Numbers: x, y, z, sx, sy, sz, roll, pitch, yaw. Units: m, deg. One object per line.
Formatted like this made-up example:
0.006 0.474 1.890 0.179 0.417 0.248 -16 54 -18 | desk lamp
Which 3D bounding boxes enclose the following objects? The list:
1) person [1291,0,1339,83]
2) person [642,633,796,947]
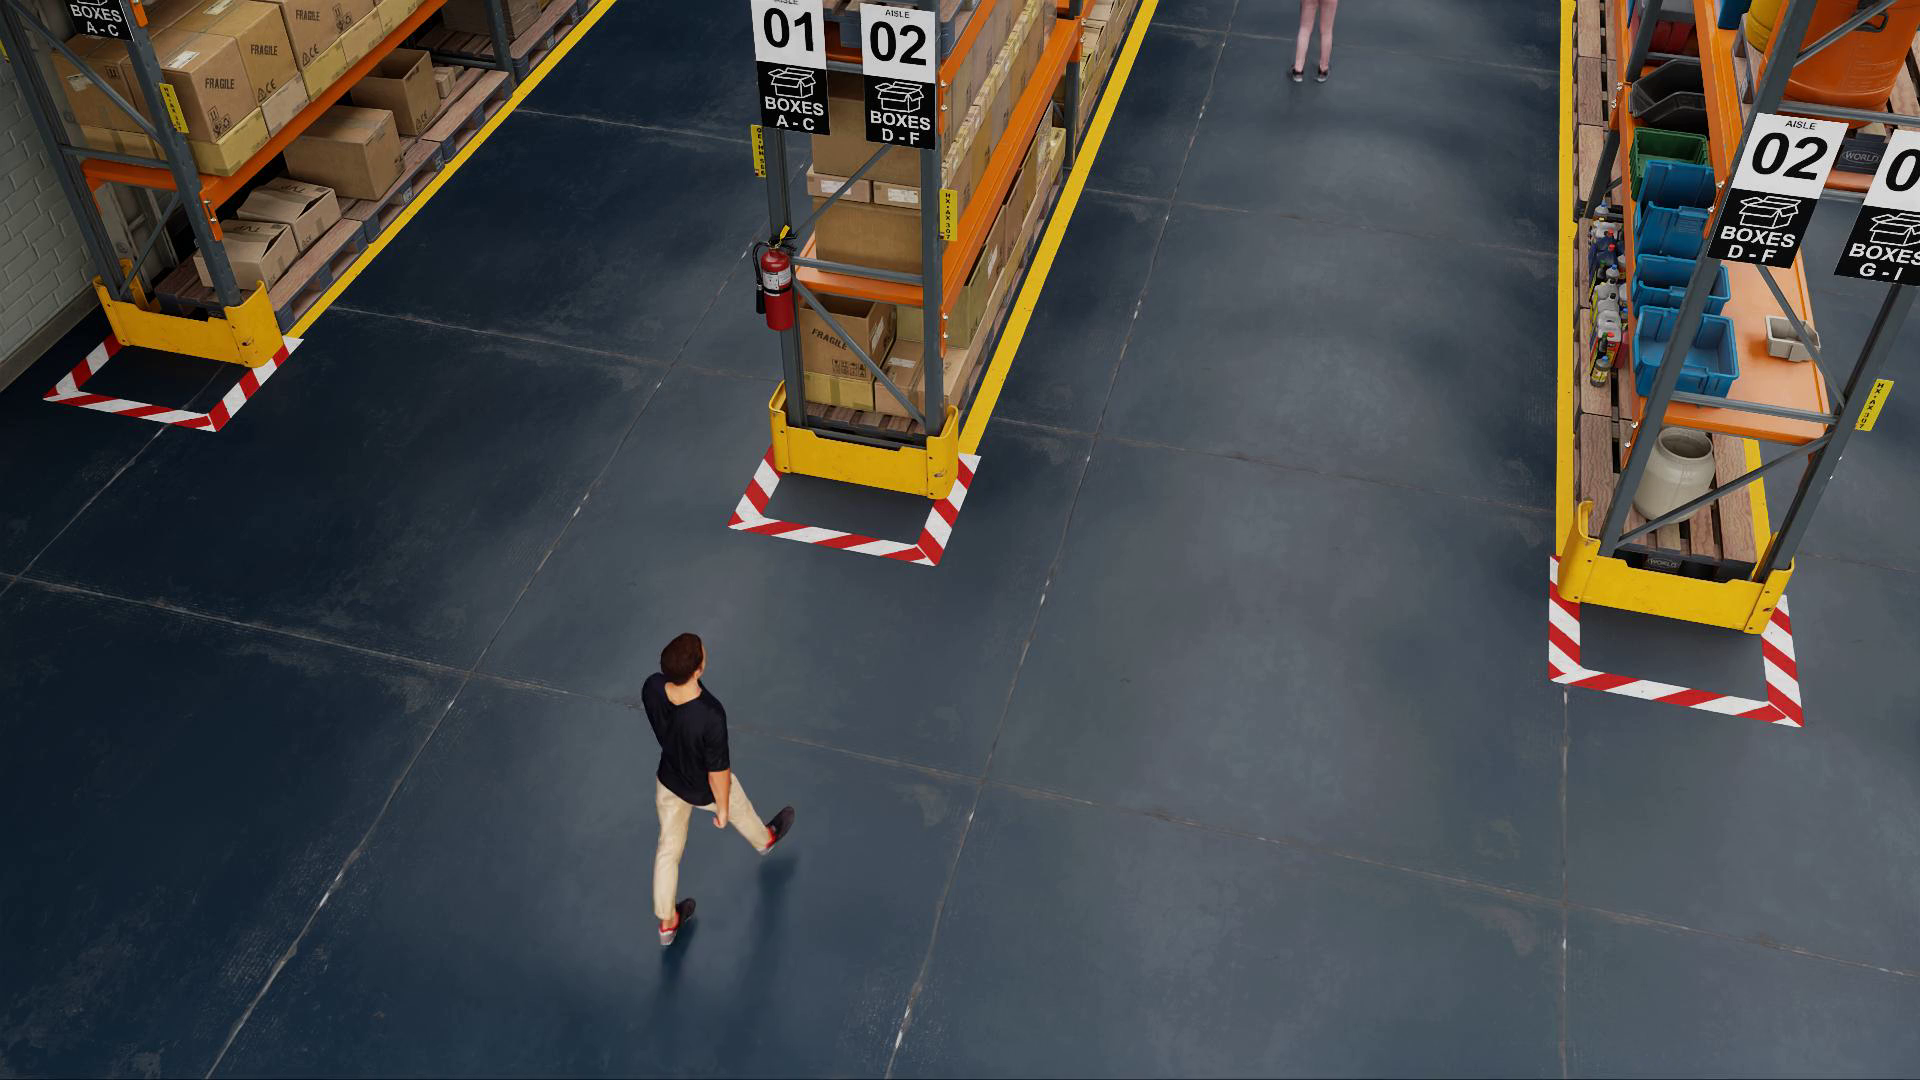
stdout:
3.054 -4.645 14.070 0.547 1.564 0.514 7 44 8 | person
-1.279 1.179 7.659 0.815 1.801 1.221 20 47 20 | person
